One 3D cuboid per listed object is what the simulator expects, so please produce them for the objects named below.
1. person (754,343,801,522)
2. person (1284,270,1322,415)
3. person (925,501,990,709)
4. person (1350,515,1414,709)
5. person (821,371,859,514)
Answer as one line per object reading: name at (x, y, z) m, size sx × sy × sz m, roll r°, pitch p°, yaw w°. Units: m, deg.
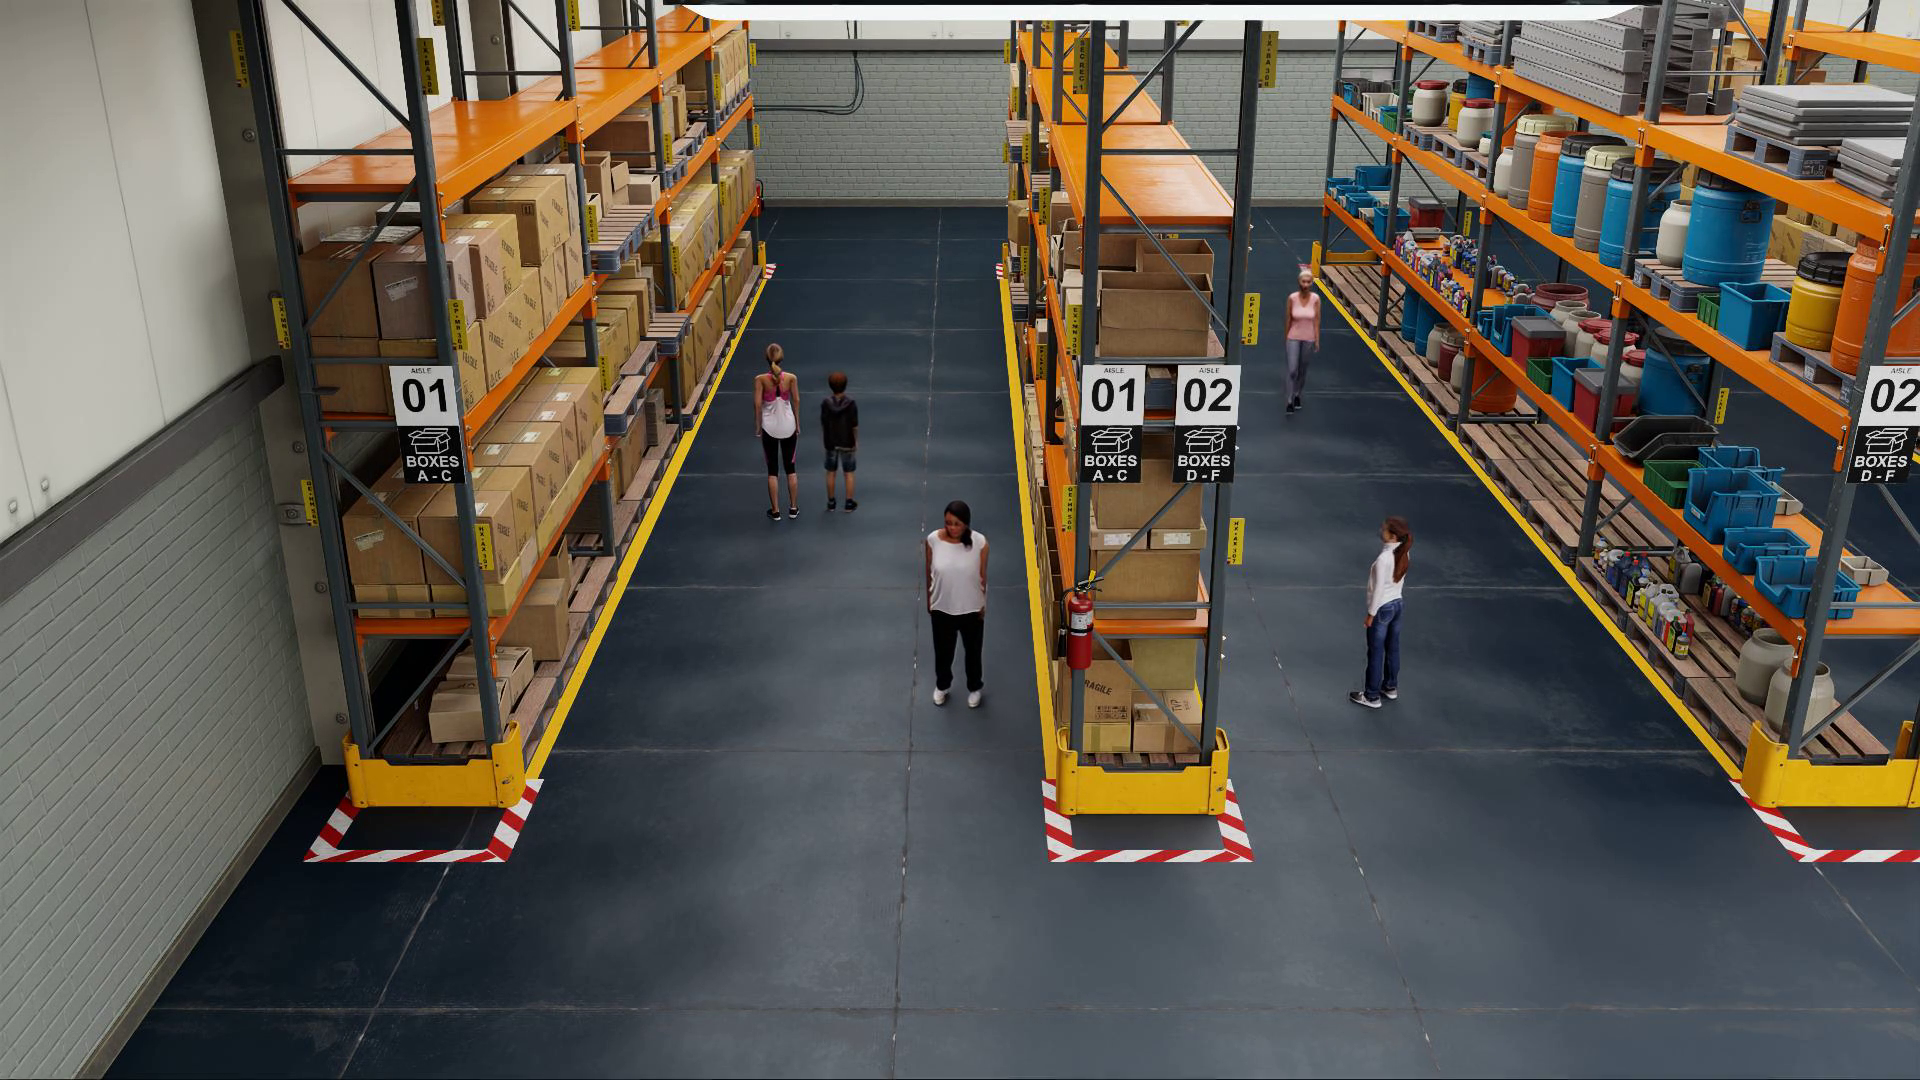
person at (-1.797, -1.071, 16.453) m, size 0.652 × 1.787 × 0.598 m, roll -5°, pitch 23°, yaw -13°
person at (4.046, -2.374, 19.754) m, size 0.598 × 1.698 × 0.952 m, roll 2°, pitch 22°, yaw 4°
person at (-0.011, 0.477, 12.802) m, size 0.690 × 1.686 × 0.666 m, roll 4°, pitch 23°, yaw 9°
person at (3.287, 0.534, 12.834) m, size 0.622 × 1.555 × 0.673 m, roll -18°, pitch 28°, yaw -36°
person at (-1.213, -0.988, 16.704) m, size 0.554 × 1.443 × 0.529 m, roll 3°, pitch 22°, yaw 7°
